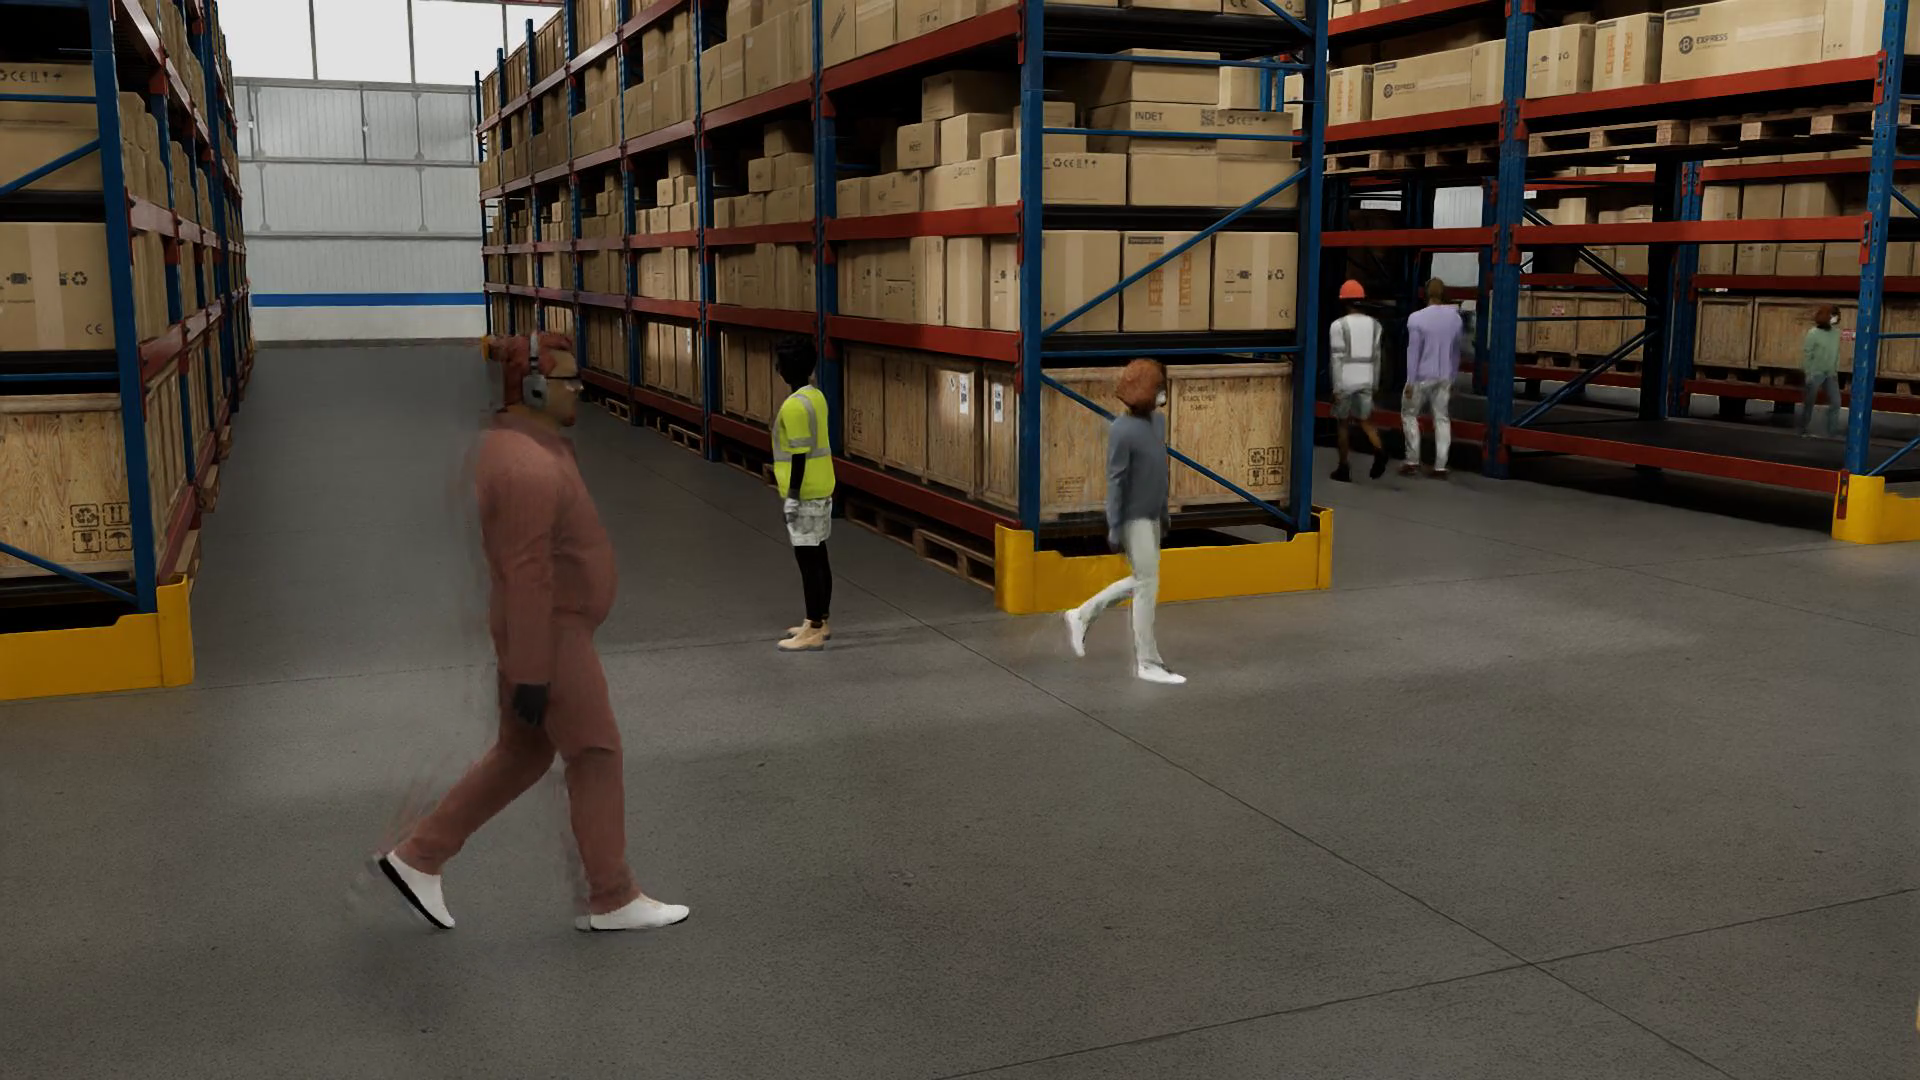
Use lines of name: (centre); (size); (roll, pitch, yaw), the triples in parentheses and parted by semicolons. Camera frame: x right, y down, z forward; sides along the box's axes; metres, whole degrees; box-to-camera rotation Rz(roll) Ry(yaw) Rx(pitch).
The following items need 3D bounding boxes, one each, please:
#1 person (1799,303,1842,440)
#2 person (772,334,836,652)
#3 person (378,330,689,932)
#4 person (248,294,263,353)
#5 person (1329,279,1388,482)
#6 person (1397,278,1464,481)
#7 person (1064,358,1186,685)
person: (9.625, -1.802, 18.421); (0.526, 1.610, 0.669); (-3, 10, -17)
person: (-0.836, -0.250, 8.897); (0.322, 1.698, 0.533); (1, 10, 8)
person: (-1.327, 0.303, 5.054); (0.857, 1.881, 0.651); (-3, 10, -17)
person: (-16.355, -5.138, 38.149); (0.646, 1.740, 0.581); (-7, 12, -37)
person: (3.729, -1.470, 15.548); (0.556, 1.916, 0.670); (-4, 10, -20)
person: (4.478, -1.537, 15.923); (0.652, 1.918, 0.699); (-4, 10, -21)
person: (0.834, -0.108, 8.281); (0.648, 1.613, 0.503); (5, 11, 28)
